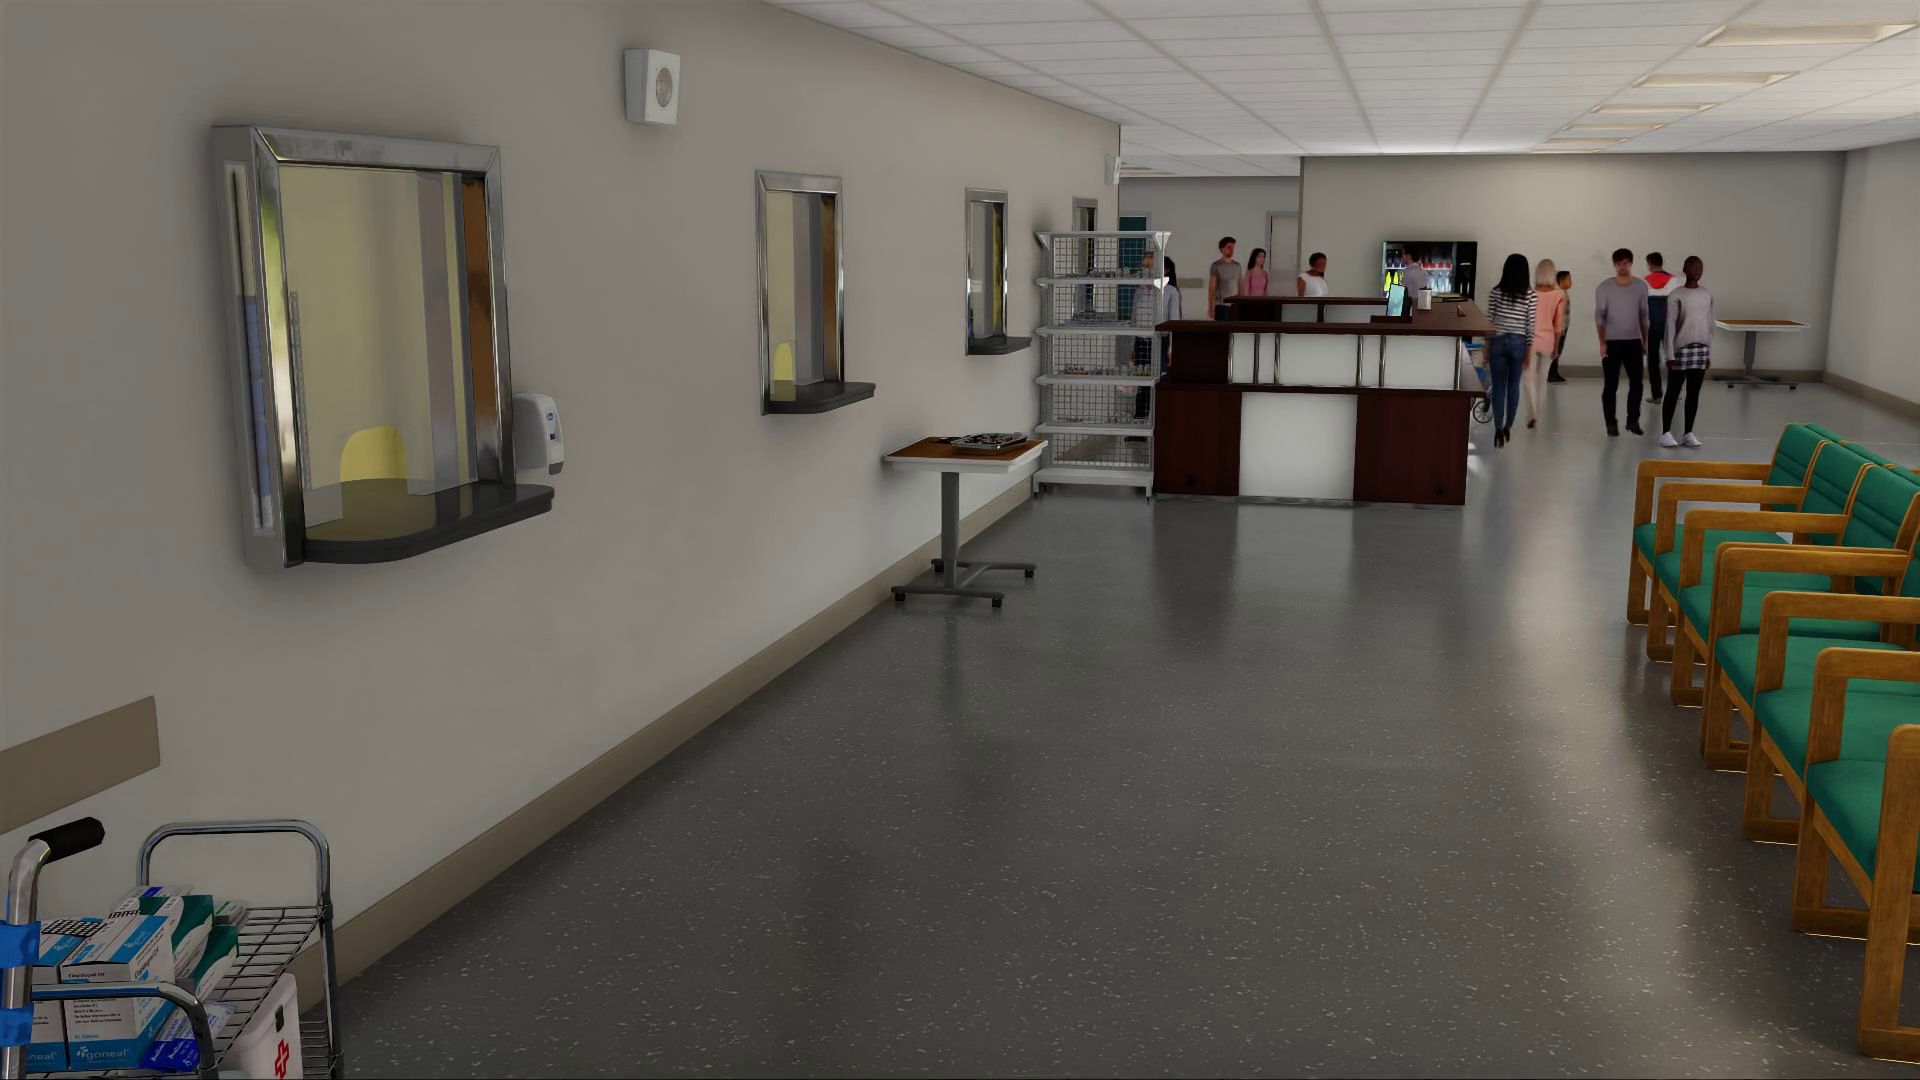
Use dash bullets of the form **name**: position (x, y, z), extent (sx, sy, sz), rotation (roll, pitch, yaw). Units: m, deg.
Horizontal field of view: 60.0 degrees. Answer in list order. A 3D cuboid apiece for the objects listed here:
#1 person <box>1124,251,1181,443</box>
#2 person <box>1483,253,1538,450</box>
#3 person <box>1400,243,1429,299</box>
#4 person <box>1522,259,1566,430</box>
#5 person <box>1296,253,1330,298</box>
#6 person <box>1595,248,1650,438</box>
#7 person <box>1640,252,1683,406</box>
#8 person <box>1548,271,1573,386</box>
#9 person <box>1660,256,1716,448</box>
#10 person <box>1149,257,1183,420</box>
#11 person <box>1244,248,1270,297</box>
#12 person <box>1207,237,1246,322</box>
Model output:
- **person**: position (1.838, -1.823, 15.743), extent (0.629, 1.817, 0.782), rotation (8, 13, 35)
- **person**: position (4.912, -1.645, 14.968), extent (1.053, 1.740, 0.642), rotation (3, 11, 16)
- **person**: position (5.431, -2.582, 19.694), extent (0.833, 1.835, 0.793), rotation (8, 13, 35)
- **person**: position (5.786, -1.934, 16.671), extent (1.051, 1.689, 0.689), rotation (2, 11, 12)
- **person**: position (4.792, -3.097, 22.839), extent (0.788, 1.675, 0.840), rotation (-7, 13, -32)
- **person**: position (6.426, -1.916, 16.225), extent (0.641, 1.821, 0.782), rotation (1, 11, 7)
- **person**: position (8.068, -2.420, 19.120), extent (0.504, 1.731, 0.806), rotation (6, 12, 30)
- **person**: position (7.818, -2.772, 21.700), extent (0.520, 1.460, 0.551), rotation (4, 11, 20)
- **person**: position (6.773, -1.752, 15.497), extent (0.608, 1.770, 0.742), rotation (-2, 11, -8)
- **person**: position (2.100, -2.066, 17.251), extent (0.749, 1.732, 0.642), rotation (-9, 14, -41)
- **person**: position (4.155, -3.274, 23.619), extent (0.721, 1.732, 0.790), rotation (-4, 11, -19)
- **person**: position (3.606, -3.196, 22.809), extent (0.763, 1.881, 0.833), rotation (-5, 12, -24)
